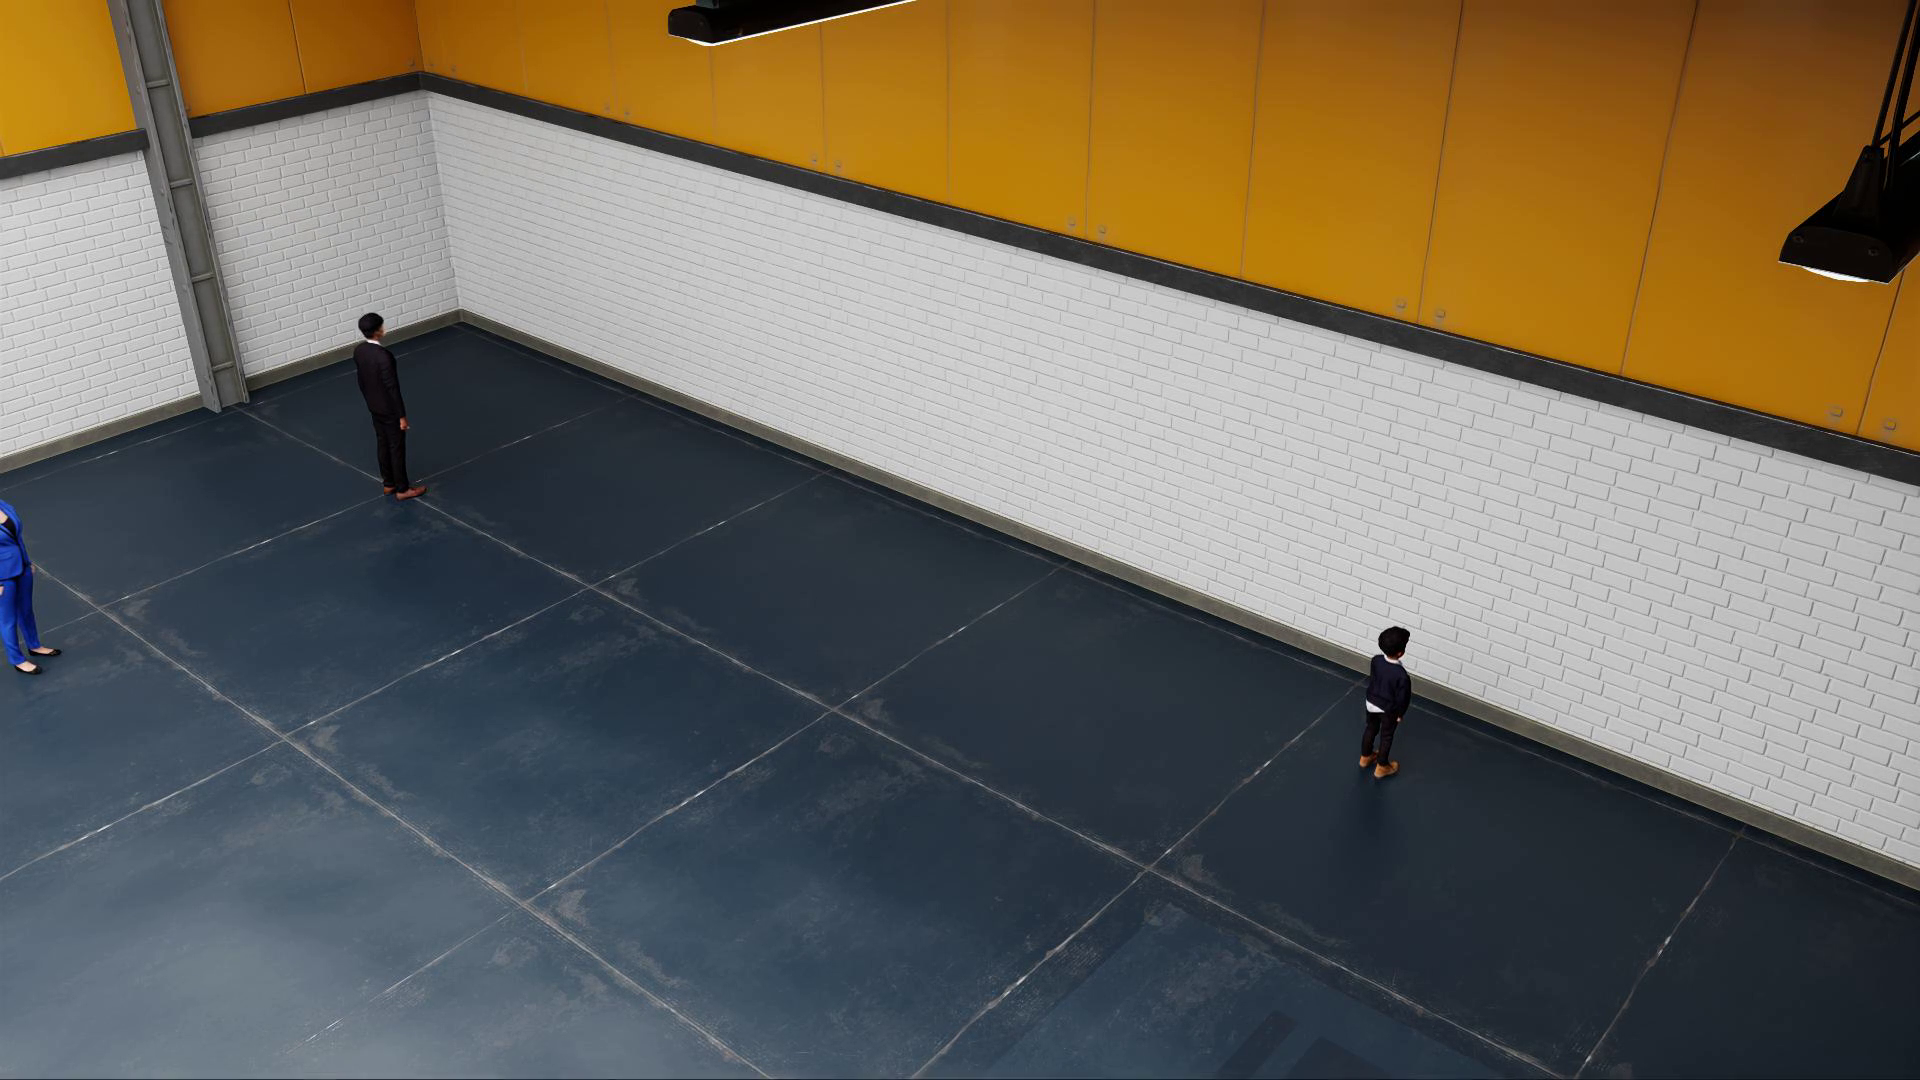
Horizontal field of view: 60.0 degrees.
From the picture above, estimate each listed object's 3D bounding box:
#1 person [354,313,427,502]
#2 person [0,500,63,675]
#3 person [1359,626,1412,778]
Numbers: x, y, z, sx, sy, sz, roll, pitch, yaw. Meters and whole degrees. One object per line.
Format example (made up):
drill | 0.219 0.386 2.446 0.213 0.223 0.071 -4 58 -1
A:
person | -5.536 -1.283 15.990 0.702 1.882 0.545 20 34 32
person | -7.657 0.263 13.344 0.767 1.701 0.669 3 29 5
person | 3.109 1.171 12.179 0.541 1.223 0.542 -19 34 -31
